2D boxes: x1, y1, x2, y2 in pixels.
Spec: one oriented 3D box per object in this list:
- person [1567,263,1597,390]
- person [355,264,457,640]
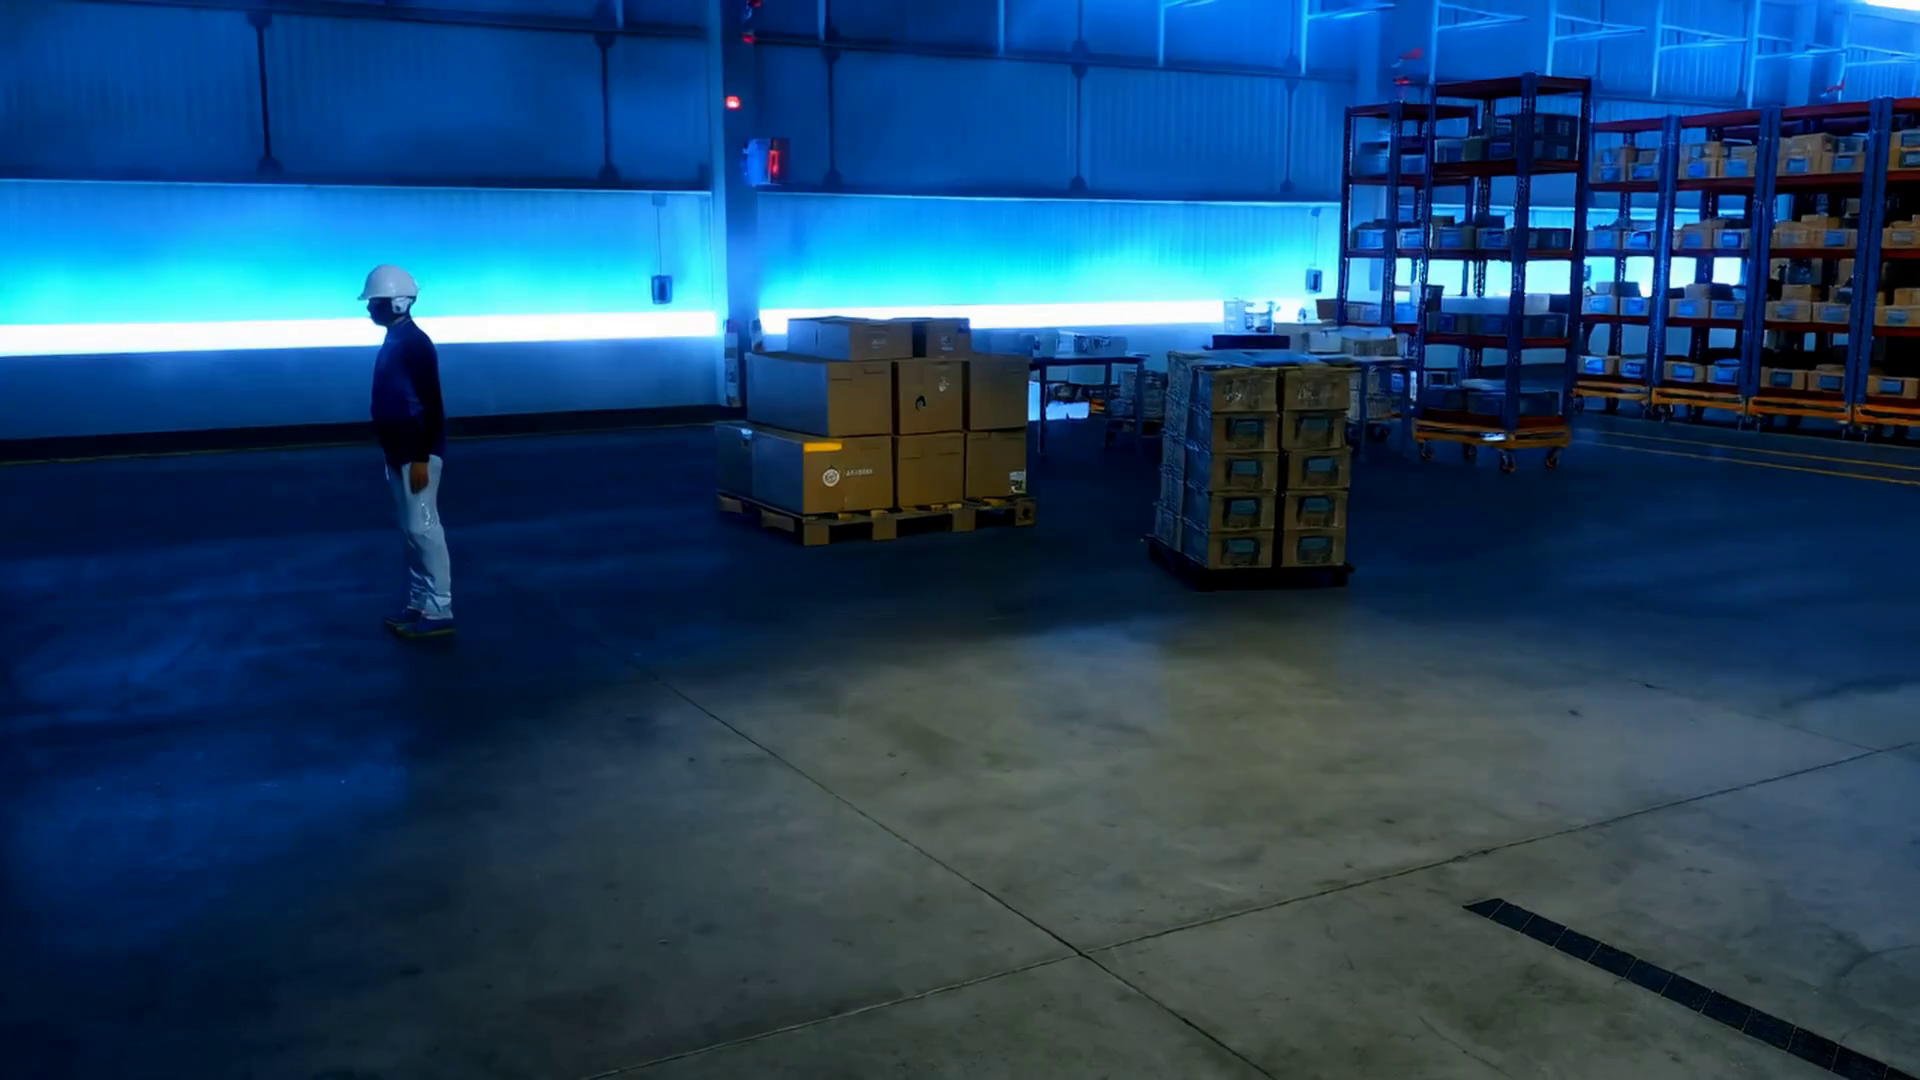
[{"bbox_3d":[8.939,-3.049,23.863,0.375,1.843,0.575,3,10,16],"label":"person"},{"bbox_3d":[-2.955,-0.464,8.849,0.413,1.985,0.611,-7,12,-35],"label":"person"}]
